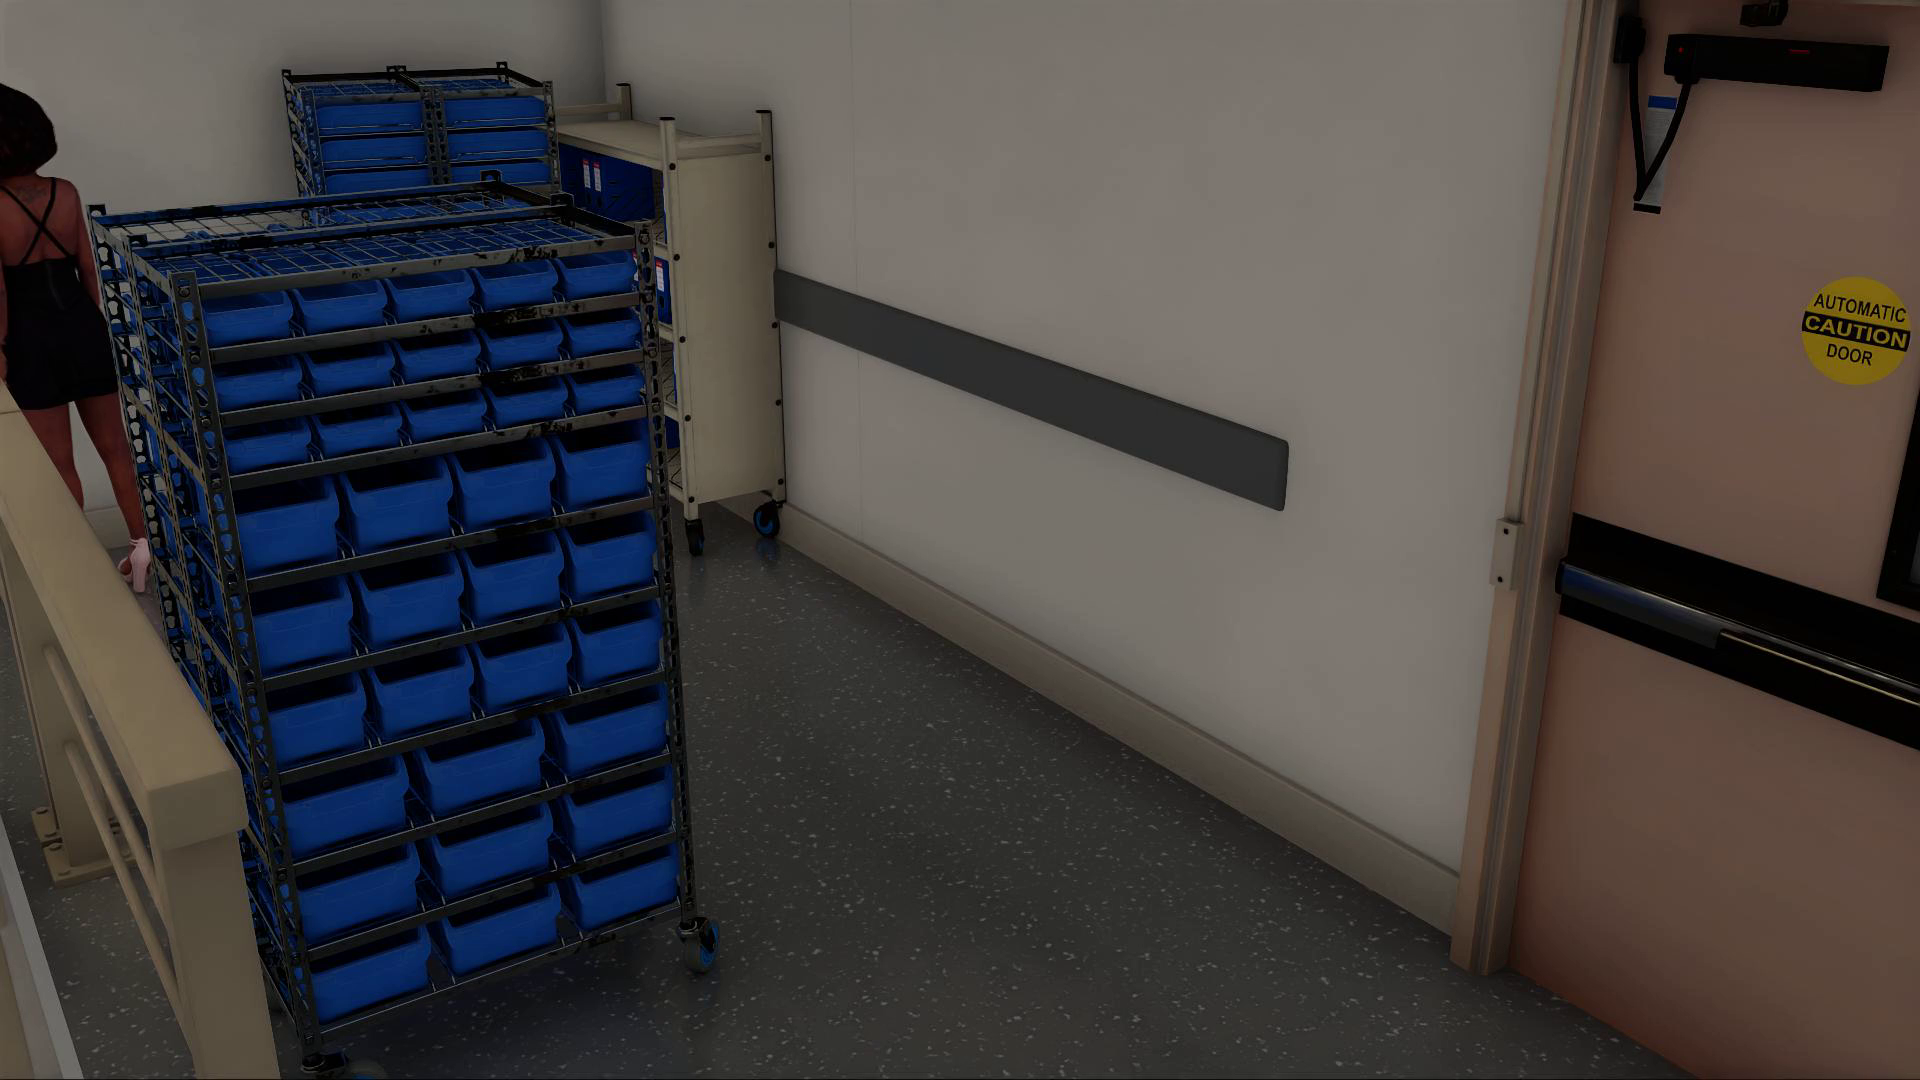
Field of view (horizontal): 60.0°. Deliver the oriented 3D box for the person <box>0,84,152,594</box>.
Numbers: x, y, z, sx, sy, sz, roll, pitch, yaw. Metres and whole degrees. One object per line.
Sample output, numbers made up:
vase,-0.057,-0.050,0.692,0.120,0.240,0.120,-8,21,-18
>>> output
person,-3.054,-0.629,5.633,0.672,1.787,0.653,13,24,31
